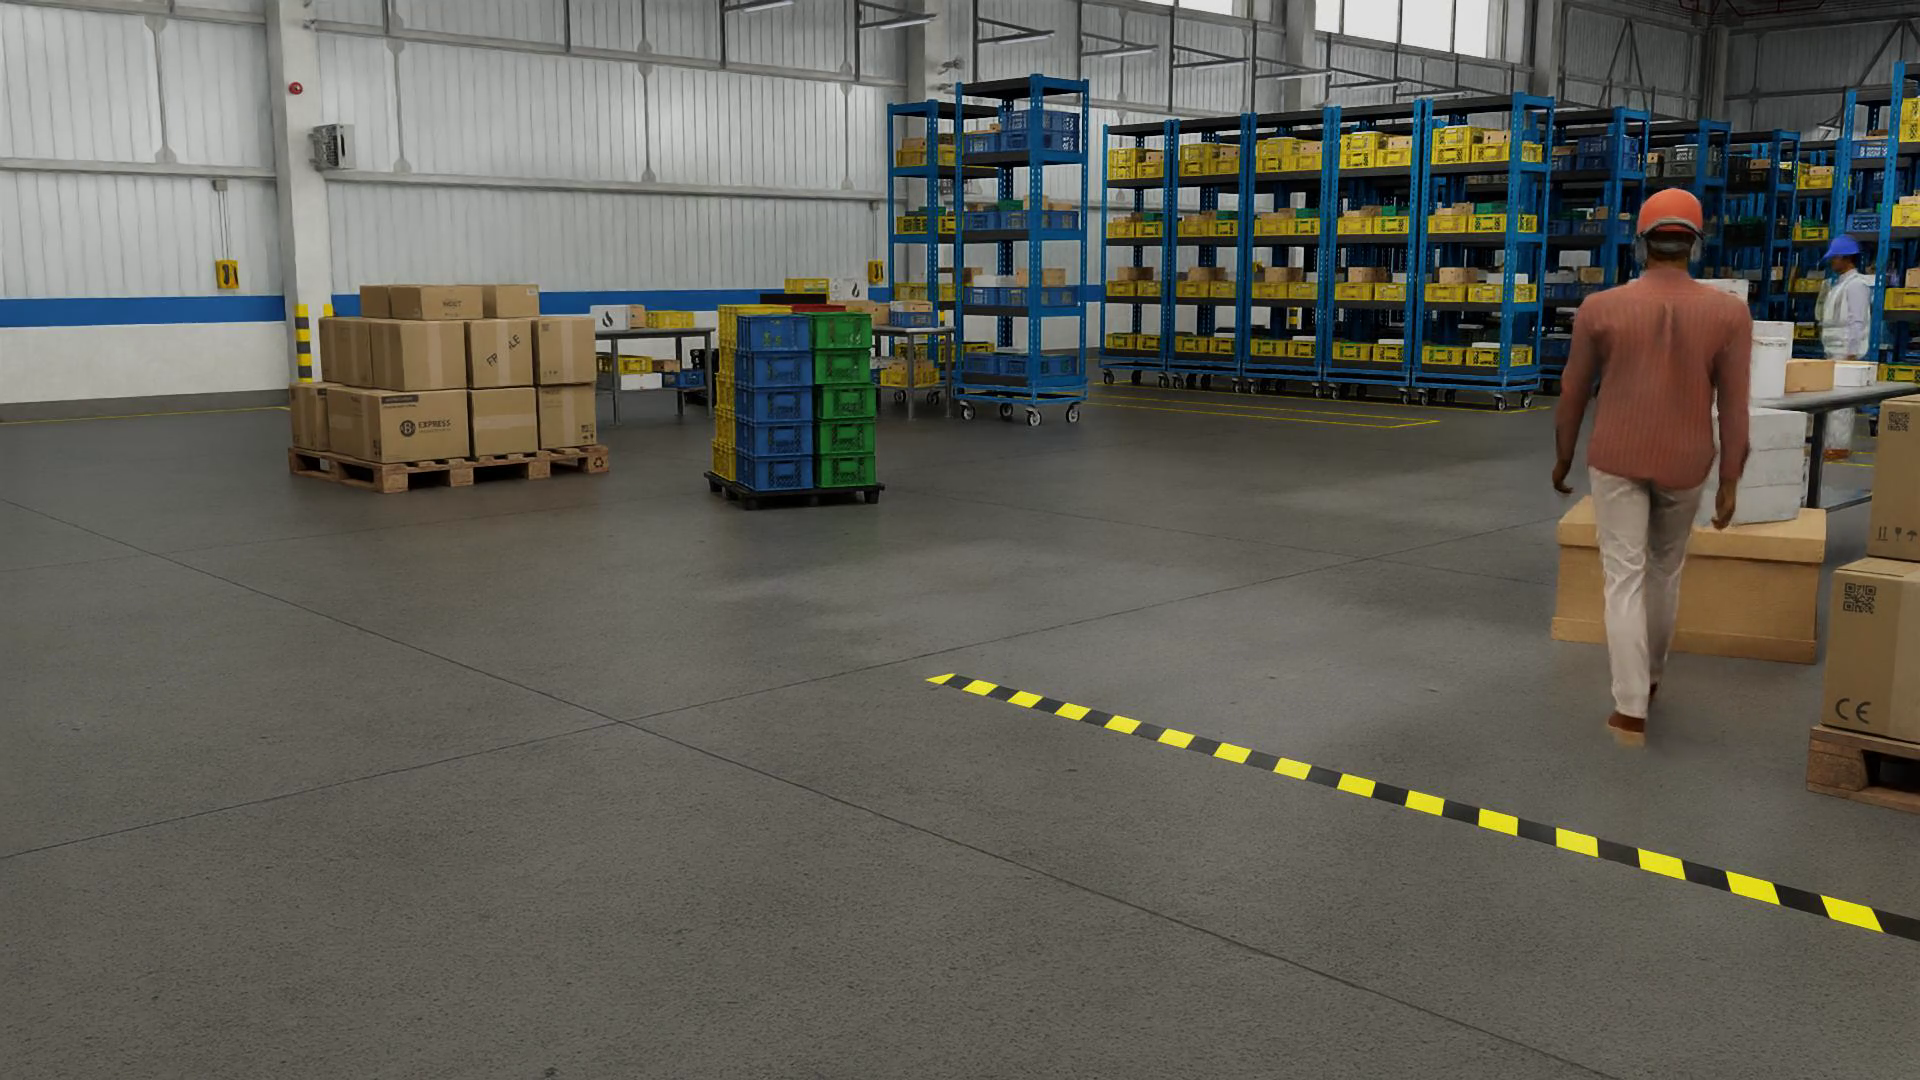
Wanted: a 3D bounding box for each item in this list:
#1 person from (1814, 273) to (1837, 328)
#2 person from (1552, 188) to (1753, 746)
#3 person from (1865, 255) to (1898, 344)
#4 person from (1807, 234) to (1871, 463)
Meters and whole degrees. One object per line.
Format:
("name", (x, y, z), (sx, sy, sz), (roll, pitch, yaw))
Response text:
("person", (13.138, -3.325, 24.916), (0.593, 1.778, 0.966), (8, 13, 41))
("person", (2.497, -0.283, 6.076), (0.615, 1.953, 0.890), (2, 10, 10))
("person", (14.417, -3.572, 26.245), (0.435, 1.831, 0.572), (-6, 11, -33))
("person", (7.547, -1.632, 14.238), (0.408, 1.944, 0.612), (3, 10, 15))
